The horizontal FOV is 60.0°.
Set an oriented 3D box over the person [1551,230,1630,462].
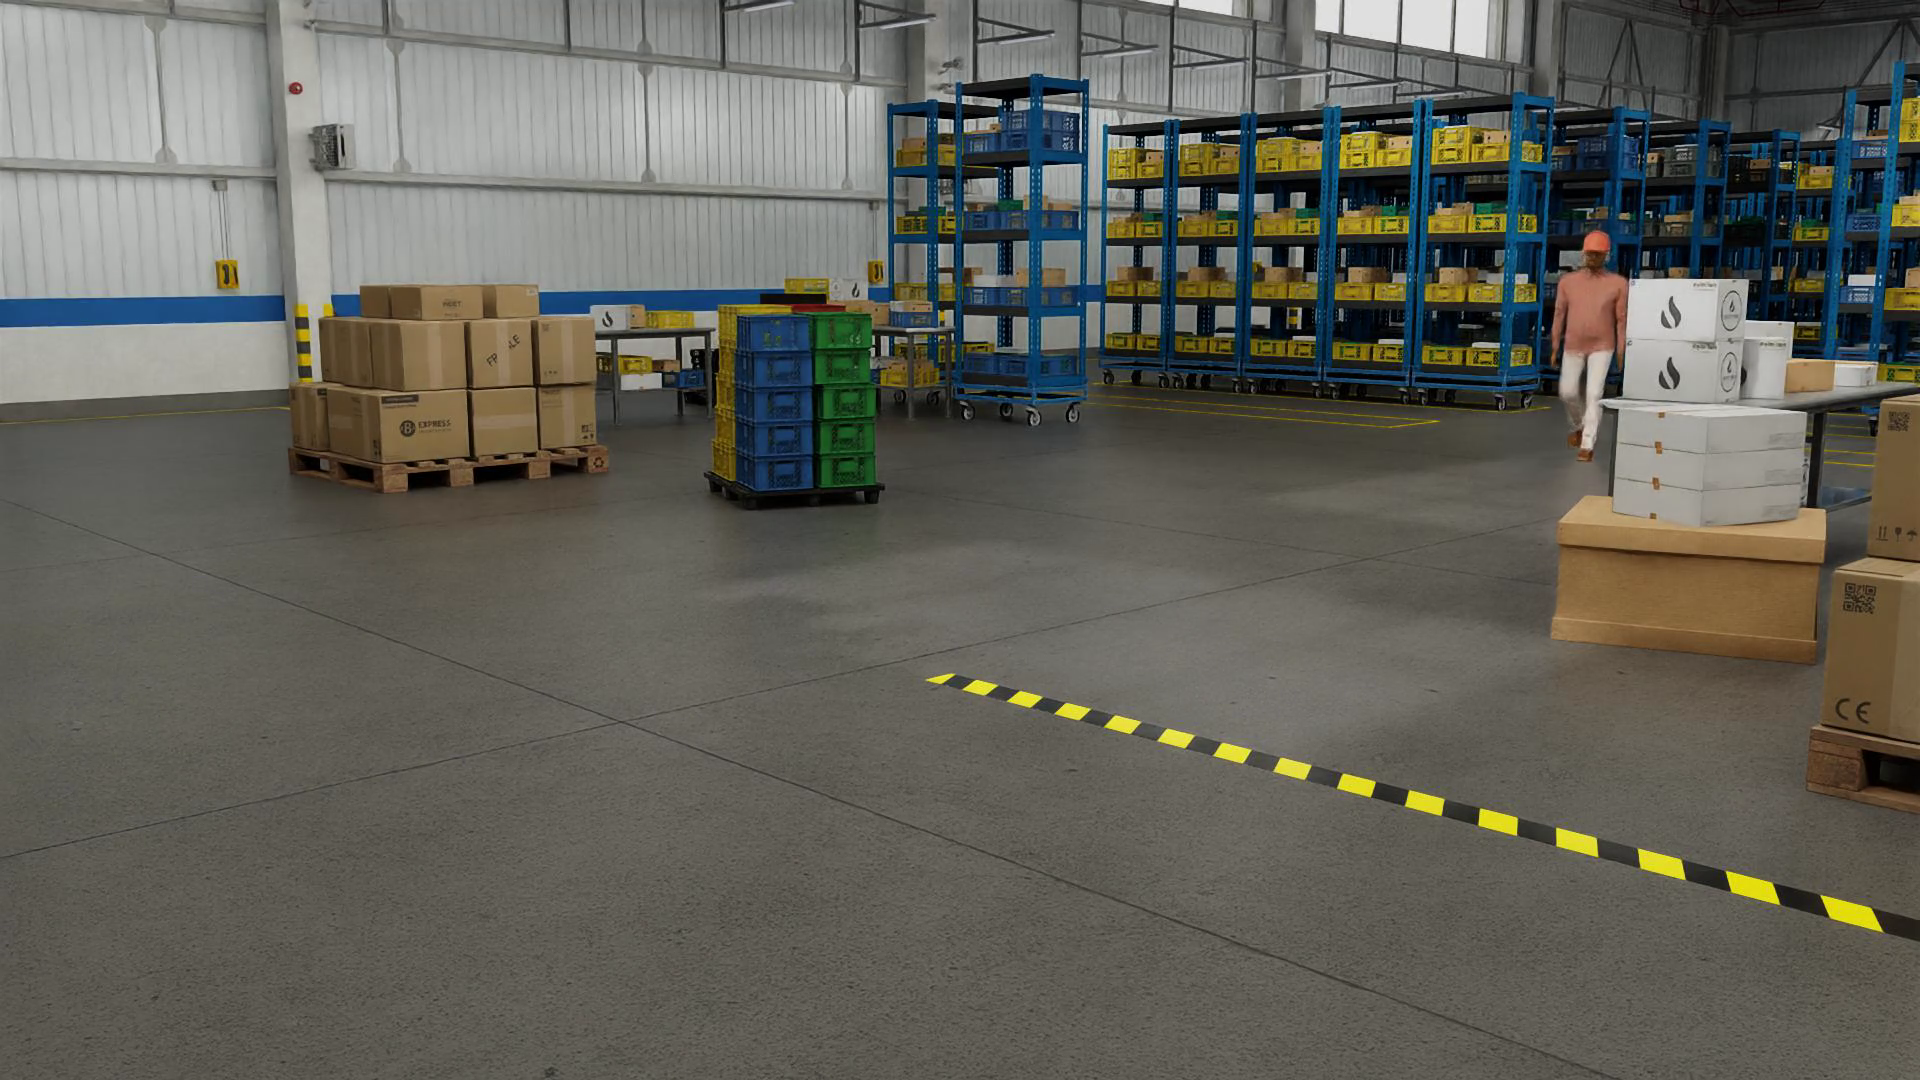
[{"bbox_3d":[5.441,-1.676,14.372,0.634,1.983,0.537,5,11,29],"label":"person"}]
